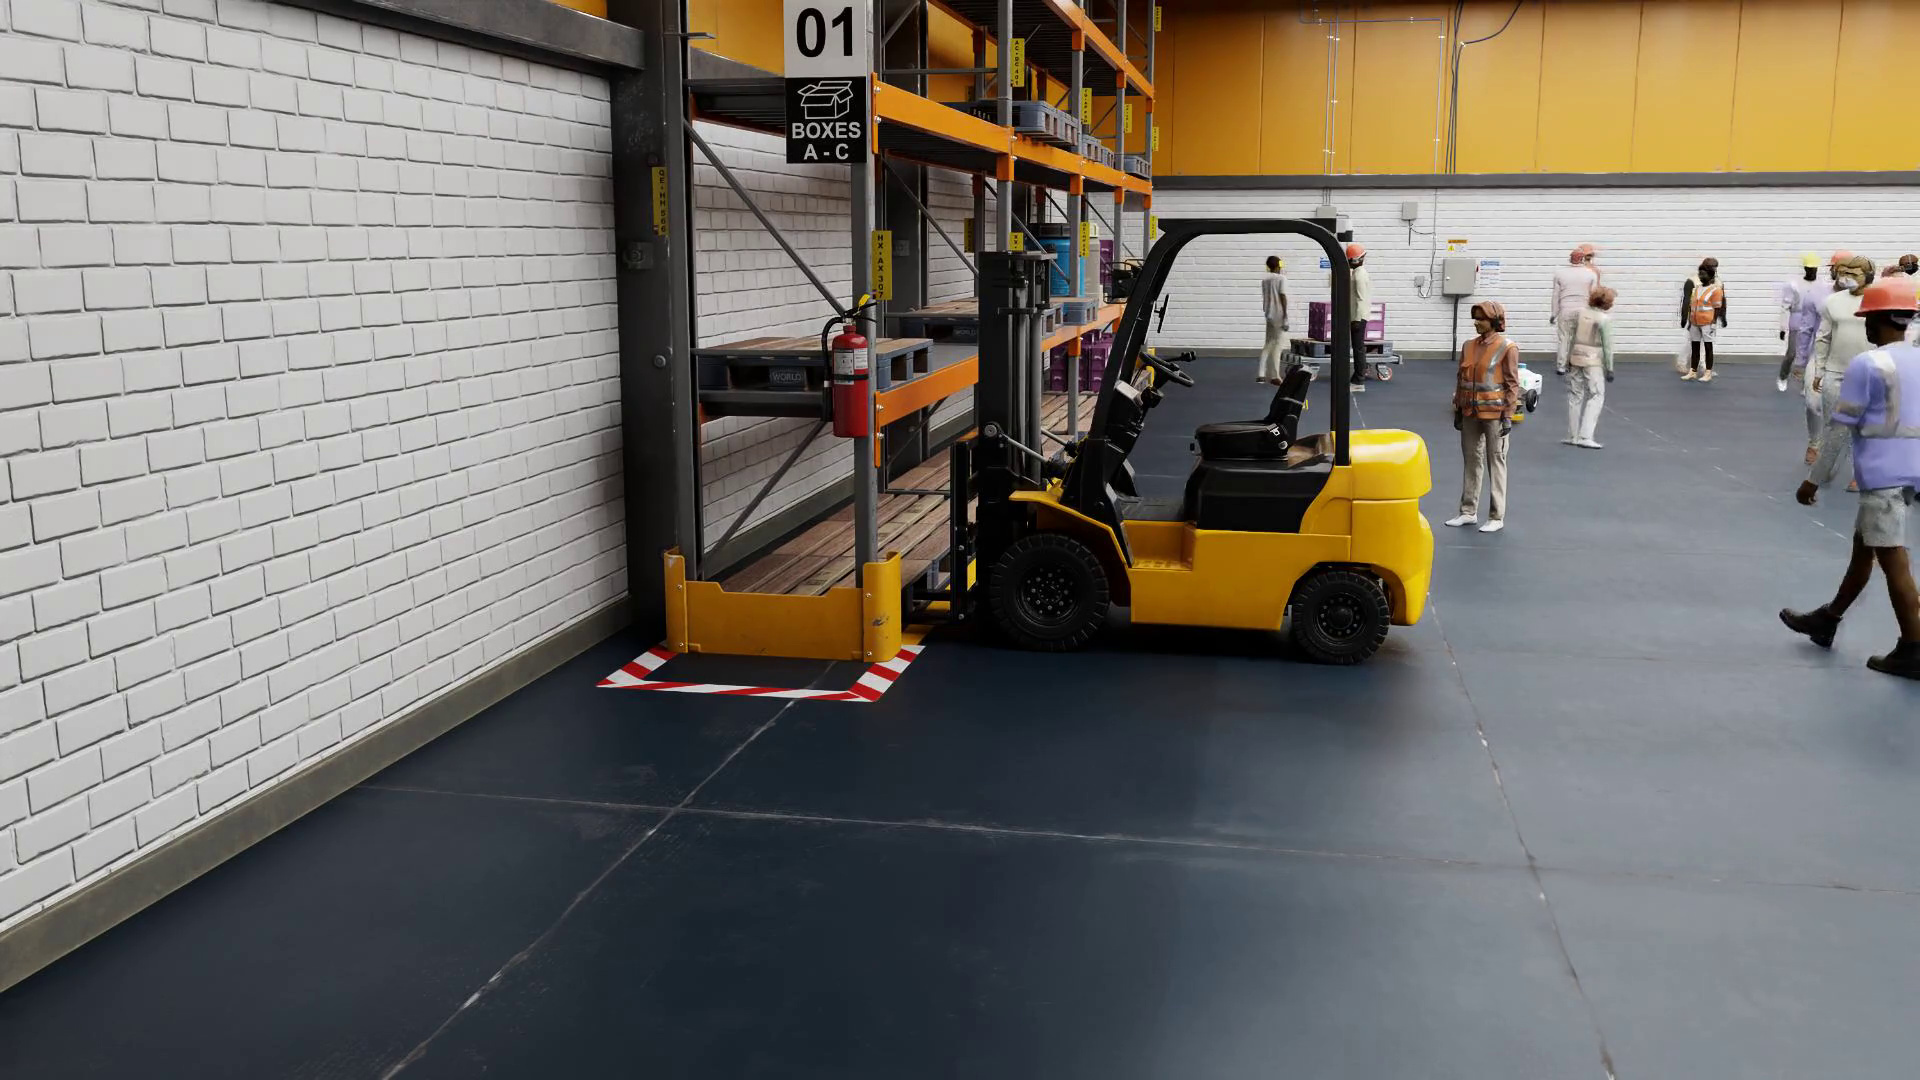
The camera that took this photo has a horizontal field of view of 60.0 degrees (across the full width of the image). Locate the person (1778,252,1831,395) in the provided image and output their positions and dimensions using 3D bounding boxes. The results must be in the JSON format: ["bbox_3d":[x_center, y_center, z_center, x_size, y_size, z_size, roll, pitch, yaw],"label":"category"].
[{"bbox_3d":[11.203,-2.875,22.125,0.598,1.898,0.884,2,10,10],"label":"person"}]

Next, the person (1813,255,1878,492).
[{"bbox_3d":[7.365,-1.365,13.716,0.359,1.936,0.632,-9,14,-41],"label":"person"}]

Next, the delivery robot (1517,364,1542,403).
[{"bbox_3d":[6.796,-1.896,20.159,0.477,0.478,0.707,7,12,34],"label":"delivery robot"}]

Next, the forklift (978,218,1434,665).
[{"bbox_3d":[1.285,-0.567,8.635,2.313,2.155,1.214,2,11,11],"label":"forklift"}]

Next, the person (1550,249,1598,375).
[{"bbox_3d":[9.293,-3.441,25.213,0.690,1.905,0.403,5,11,24],"label":"person"}]

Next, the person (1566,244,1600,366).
[{"bbox_3d":[9.819,-3.679,26.285,0.659,1.974,0.488,-7,12,-33],"label":"person"}]

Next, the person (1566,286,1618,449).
[{"bbox_3d":[6.260,-1.723,16.577,0.324,1.614,0.608,-4,11,-19],"label":"person"}]

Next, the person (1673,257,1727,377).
[{"bbox_3d":[11.220,-3.388,25.239,0.635,1.799,0.971,-3,11,-17],"label":"person"}]

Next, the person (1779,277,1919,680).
[{"bbox_3d":[4.426,-0.322,8.119,0.557,1.884,0.954,-5,12,-27],"label":"person"}]

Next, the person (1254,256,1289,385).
[{"bbox_3d":[4.467,-3.095,23.526,0.329,1.831,0.653,-5,11,-25],"label":"person"}]

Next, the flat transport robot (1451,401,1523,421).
[{"bbox_3d":[6.122,-1.559,19.346,0.652,0.197,1.431,2,11,11],"label":"flat transport robot"}]

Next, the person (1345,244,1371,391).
[{"bbox_3d":[5.369,-3.007,22.585,0.400,1.984,0.610,2,11,12],"label":"person"}]

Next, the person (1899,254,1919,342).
[{"bbox_3d":[13.318,-3.099,23.477,0.429,1.847,0.621,5,11,25],"label":"person"}]

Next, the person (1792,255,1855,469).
[{"bbox_3d":[7.862,-1.586,14.960,0.667,1.922,0.450,6,12,28],"label":"person"}]

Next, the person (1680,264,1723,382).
[{"bbox_3d":[10.753,-3.136,24.077,0.321,1.697,0.530,-5,11,-24],"label":"person"}]

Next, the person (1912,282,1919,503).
[{"bbox_3d":[7.665,-1.184,13.133,0.441,1.792,0.627,8,13,38],"label":"person"}]

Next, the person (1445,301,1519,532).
[{"bbox_3d":[3.738,-0.877,11.856,0.310,1.638,0.522,-6,12,-30],"label":"person"}]

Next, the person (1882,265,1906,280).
[{"bbox_3d":[9.881,-2.047,17.839,0.578,1.805,0.981,-3,11,-16],"label":"person"}]

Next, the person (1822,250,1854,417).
[{"bbox_3d":[10.191,-2.391,19.337,0.366,1.935,0.552,5,12,26],"label":"person"}]
